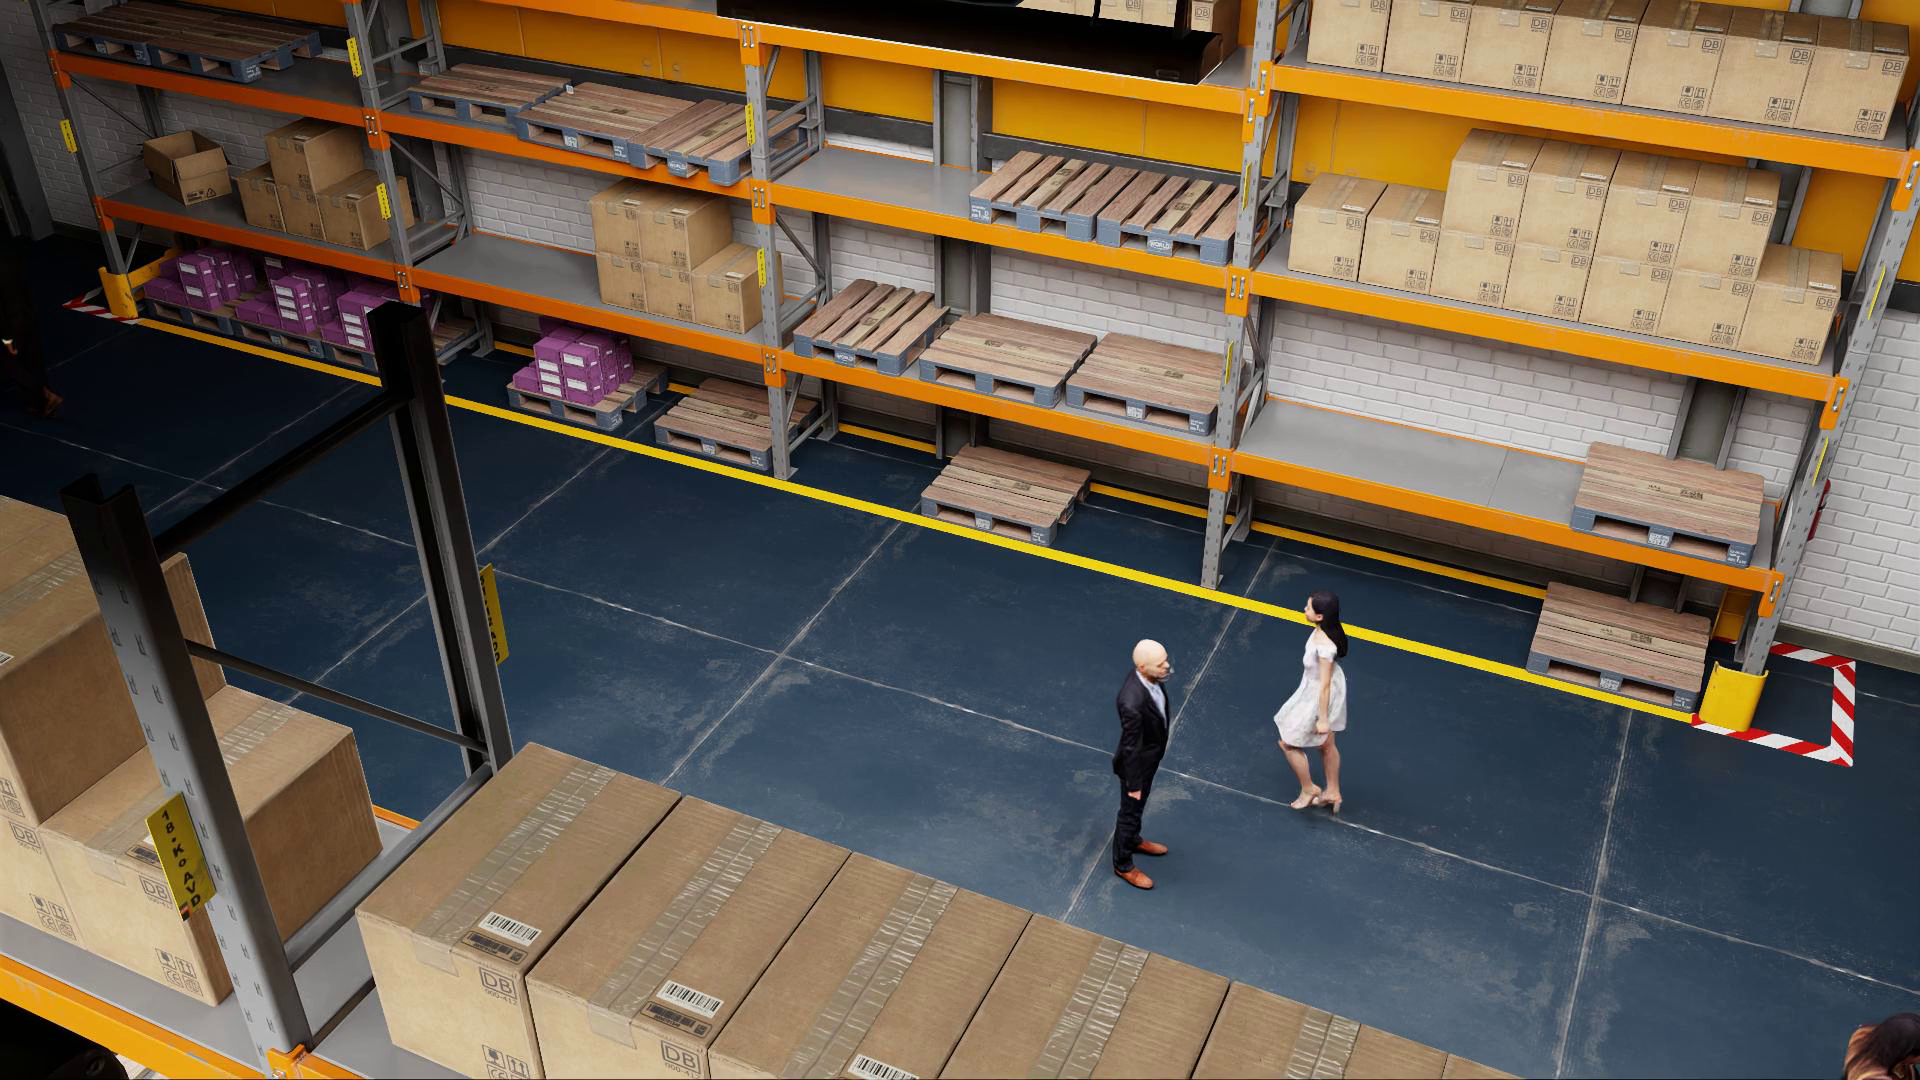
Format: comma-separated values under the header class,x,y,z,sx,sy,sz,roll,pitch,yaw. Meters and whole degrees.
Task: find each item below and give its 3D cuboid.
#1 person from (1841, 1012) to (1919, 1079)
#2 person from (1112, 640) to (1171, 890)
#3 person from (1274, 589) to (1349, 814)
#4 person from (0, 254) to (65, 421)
class,x,y,z,sx,sy,sz,roll,pitch,yaw
person,4.326,2.891,8.195,0.876,1.703,0.730,9,35,13
person,1.125,1.359,10.412,0.595,1.800,0.682,12,35,17
person,2.388,1.096,10.855,0.789,1.749,0.684,9,35,13
person,-8.614,-1.945,15.302,0.835,1.890,0.741,10,35,14
